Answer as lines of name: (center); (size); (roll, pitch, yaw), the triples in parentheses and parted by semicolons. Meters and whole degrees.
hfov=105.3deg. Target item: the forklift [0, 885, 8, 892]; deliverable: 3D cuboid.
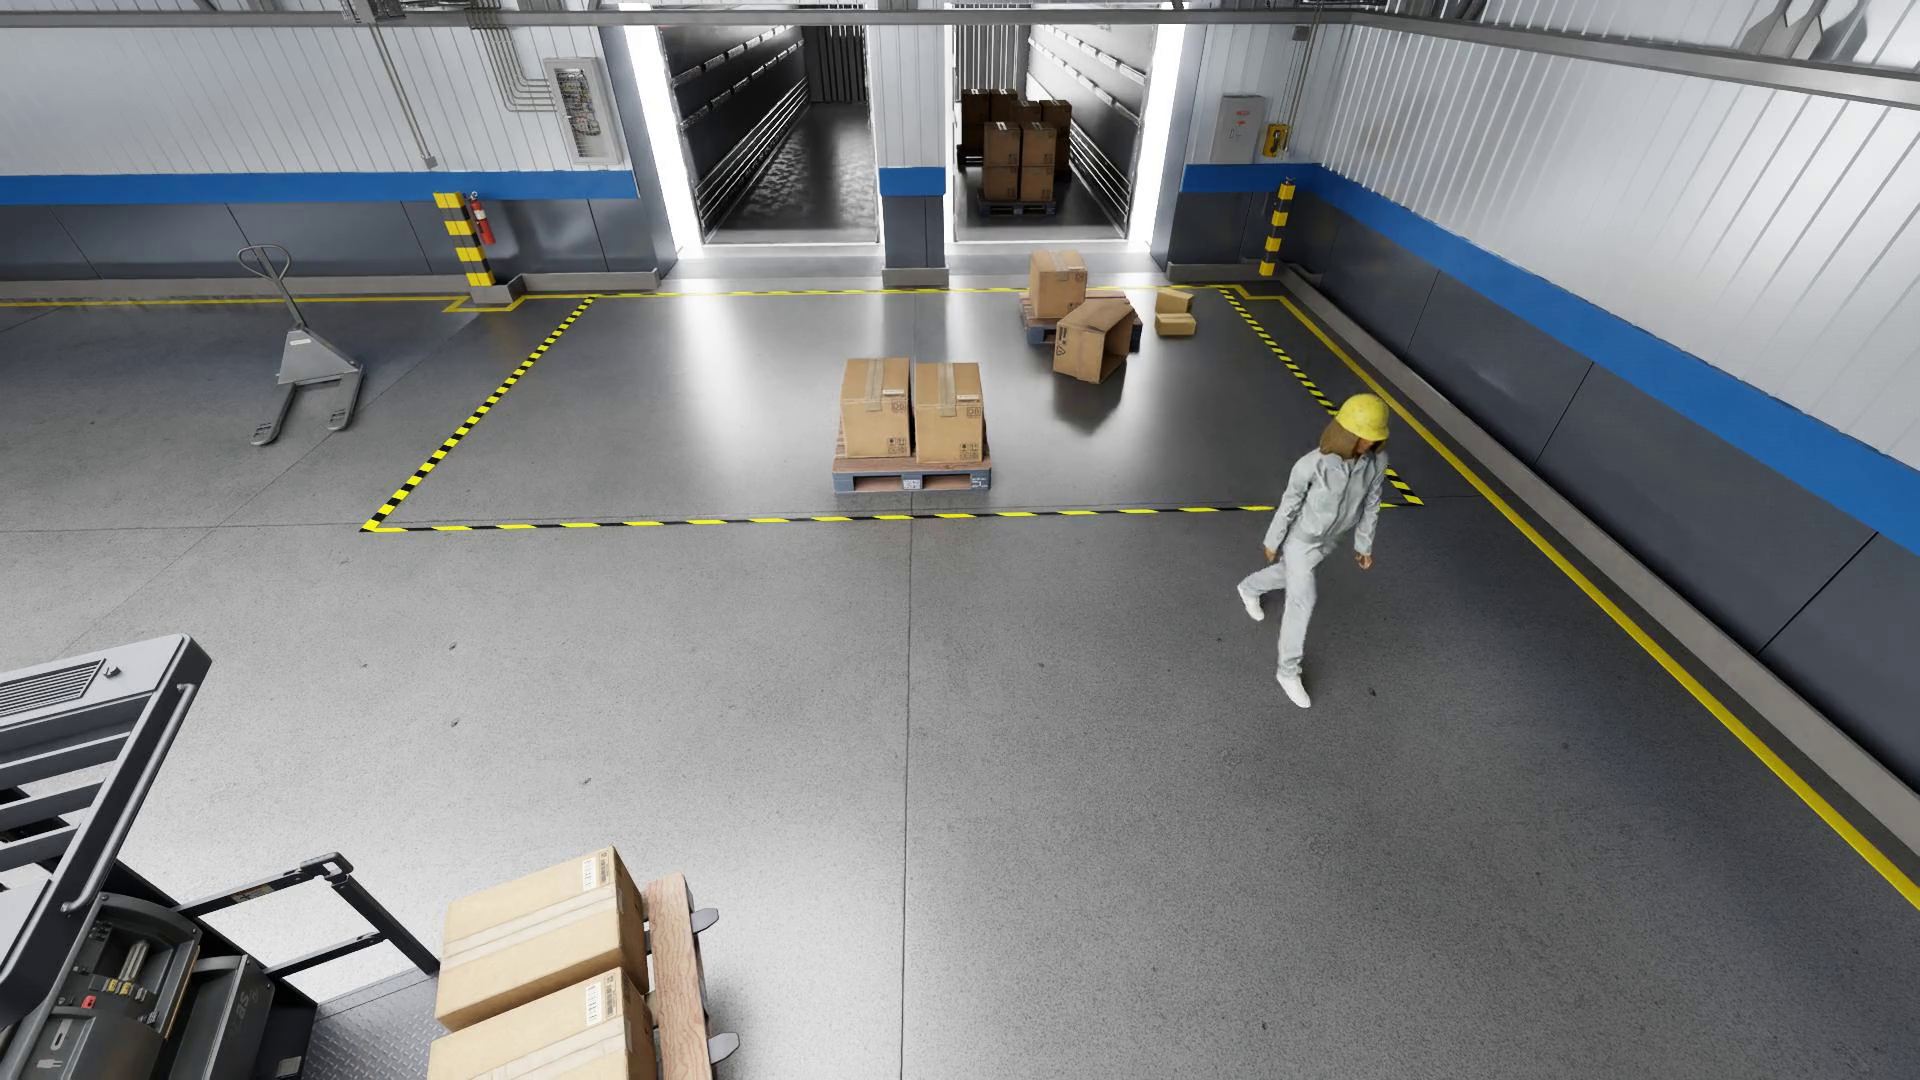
forklift: (-2.319, 1.487, 1.663); (0.776, 2.013, 0.716); (-15, 41, -18)

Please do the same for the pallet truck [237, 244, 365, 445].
pallet truck: (-5.915, -1.733, 6.366); (0.680, 1.201, 1.601); (-18, 42, -21)

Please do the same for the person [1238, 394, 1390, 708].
person: (1.846, -0.017, 3.833); (0.493, 1.693, 0.911); (-10, 40, -13)
